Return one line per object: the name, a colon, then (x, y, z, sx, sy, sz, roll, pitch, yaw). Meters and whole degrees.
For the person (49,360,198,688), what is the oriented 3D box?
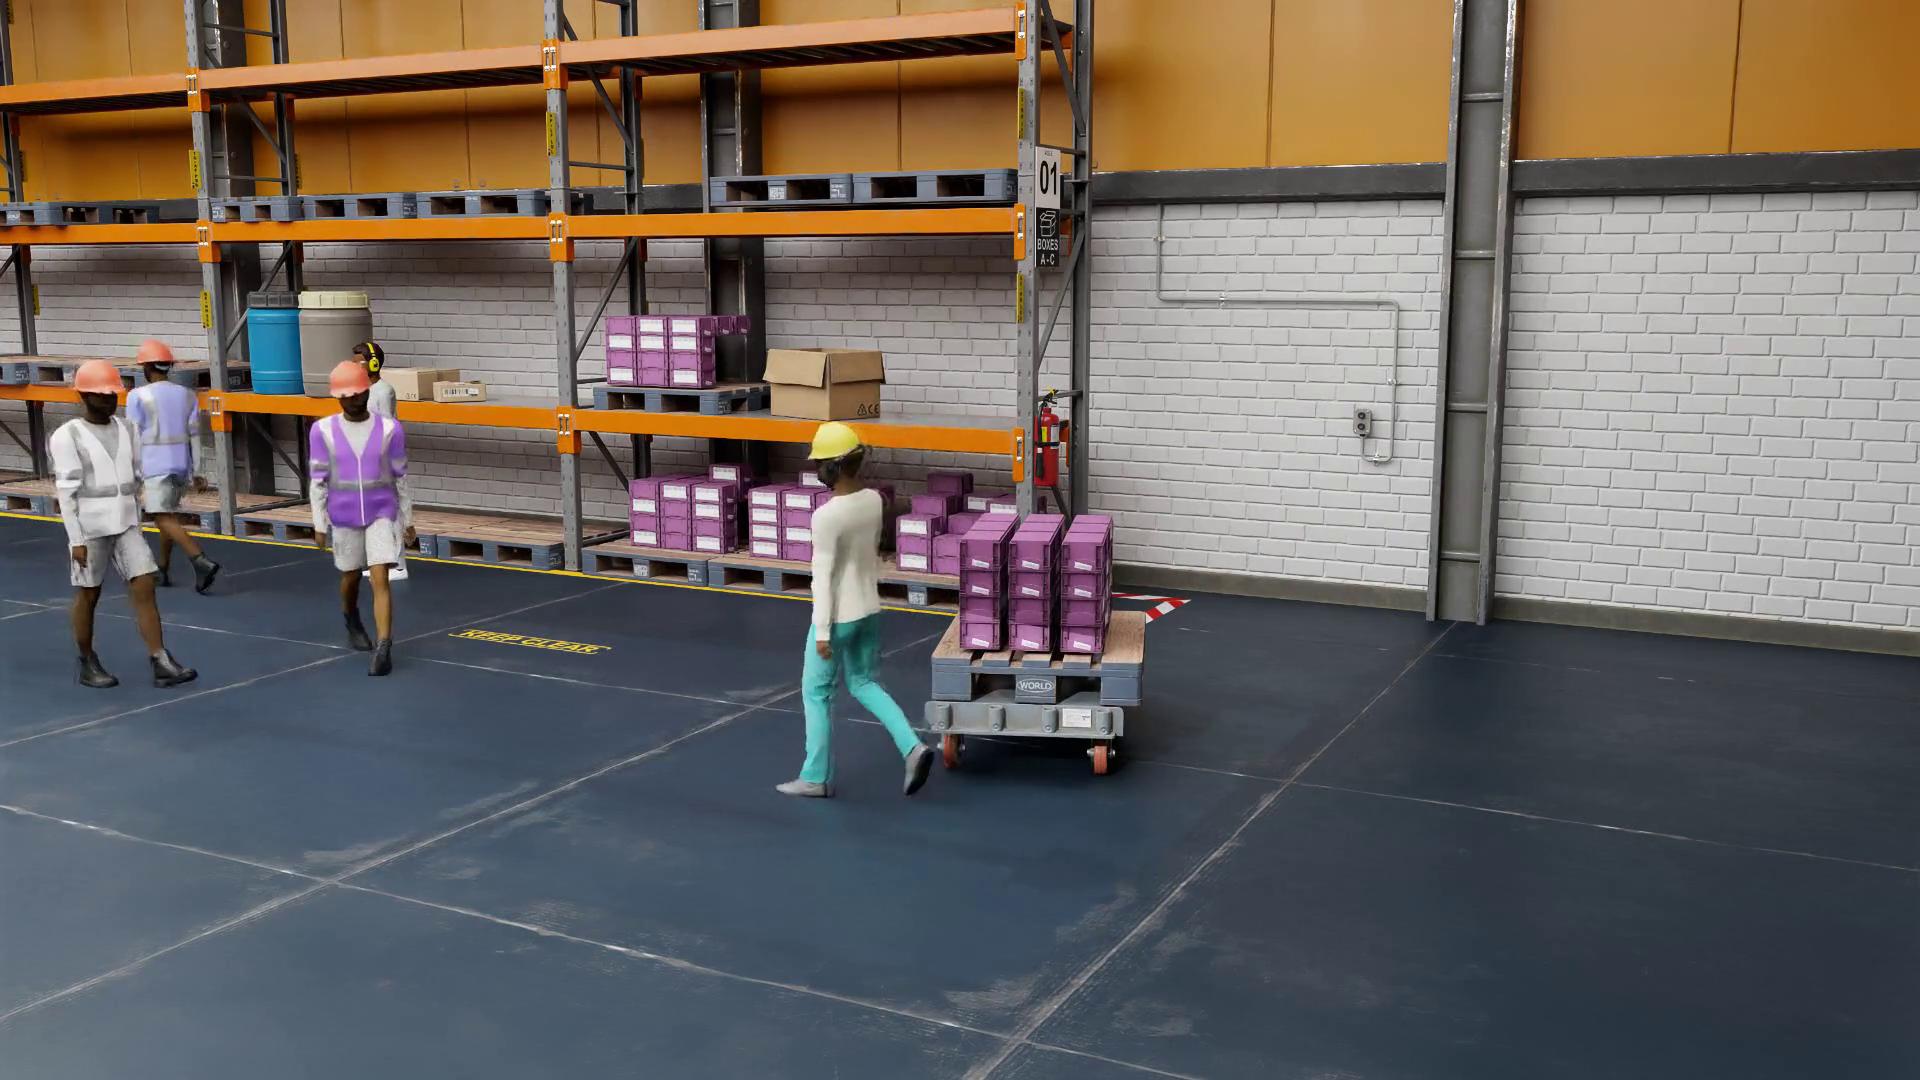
person: (-4.786, -0.064, 9.465, 0.896, 1.899, 0.566, 5, 10, 28)

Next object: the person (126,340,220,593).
person: (-5.910, -0.549, 12.476, 0.898, 1.904, 0.546, 5, 10, 27)

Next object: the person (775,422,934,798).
person: (-0.475, 0.336, 7.496, 0.676, 1.743, 0.537, 6, 11, 31)

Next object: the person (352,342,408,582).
person: (-4.521, -0.605, 12.949, 0.320, 1.861, 0.515, -6, 11, -31)

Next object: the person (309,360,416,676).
person: (-3.653, -0.167, 10.180, 0.587, 1.892, 0.939, -3, 10, -19)
